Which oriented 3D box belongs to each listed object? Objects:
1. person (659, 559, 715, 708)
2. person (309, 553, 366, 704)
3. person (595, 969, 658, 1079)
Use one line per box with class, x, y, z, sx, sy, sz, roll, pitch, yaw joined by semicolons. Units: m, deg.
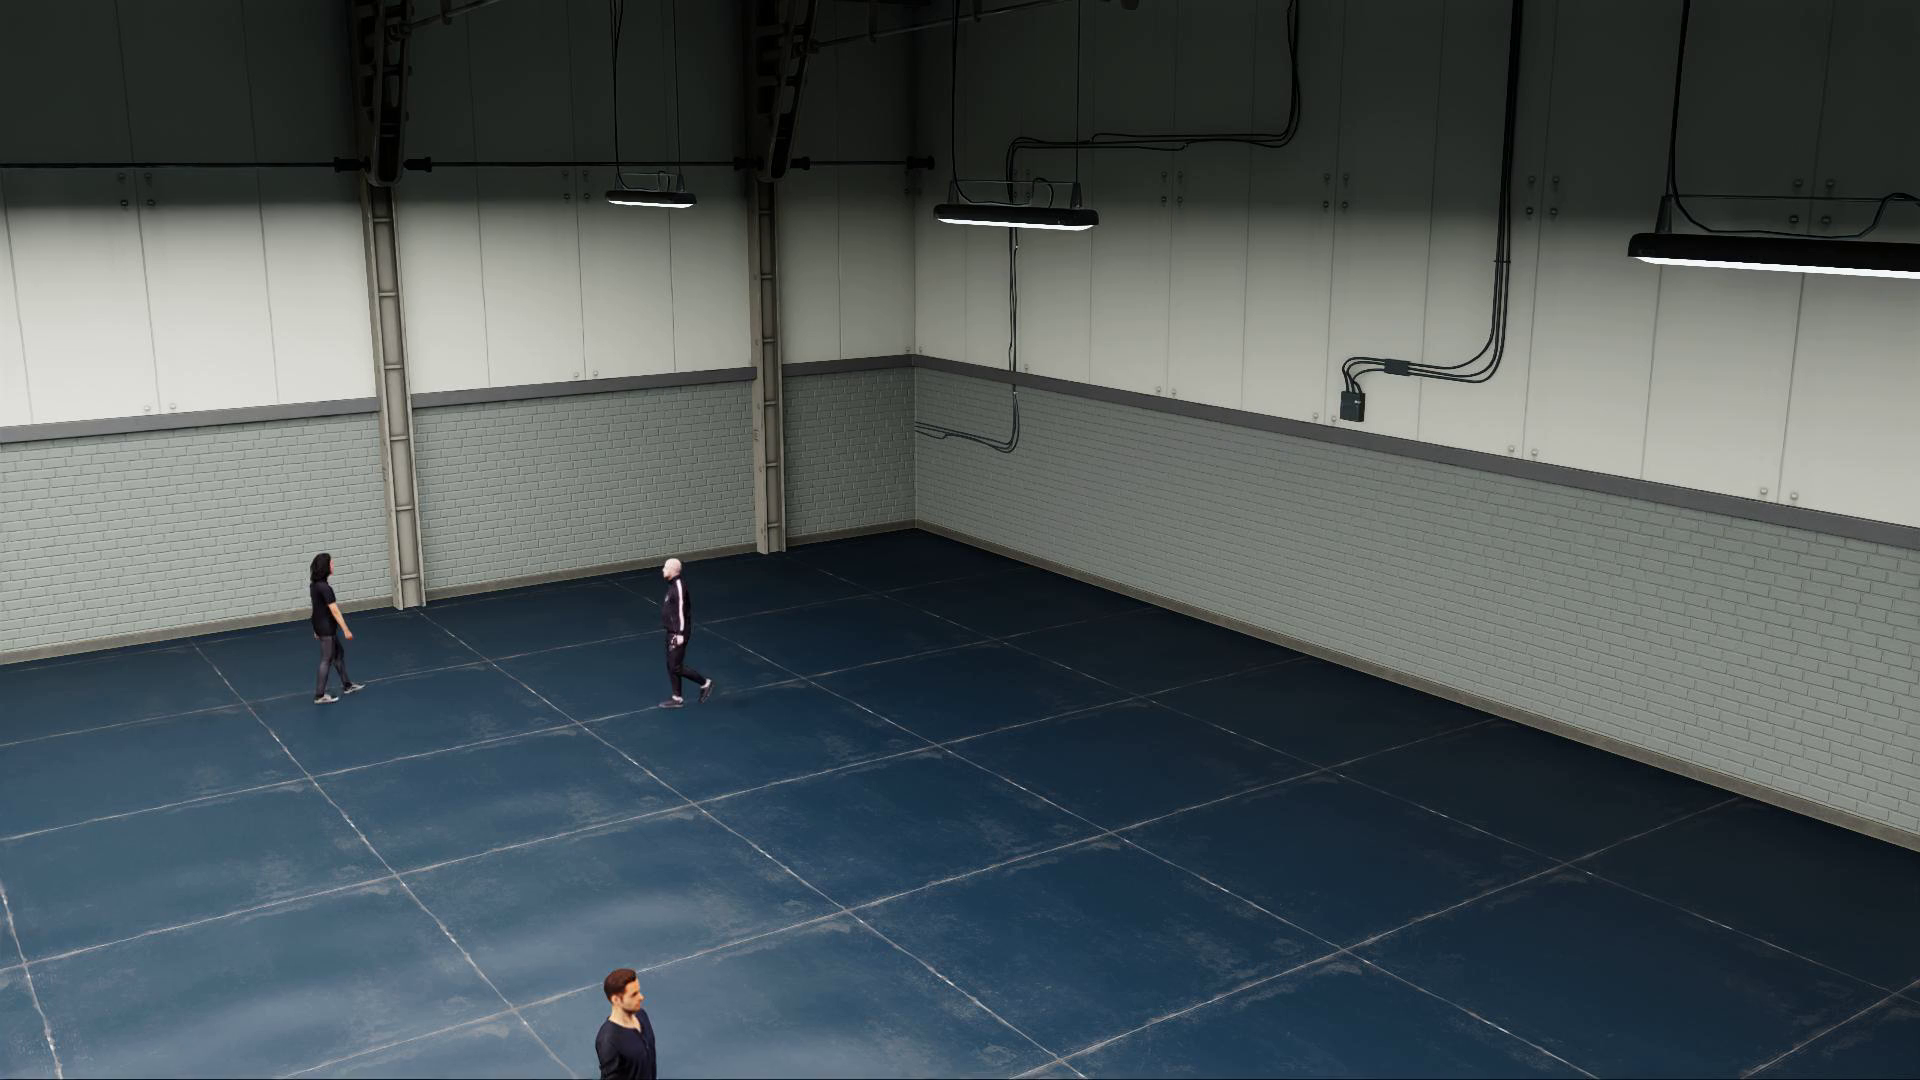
person;-3.234;1.120;19.618;0.964;1.815;0.815;-4;14;-18
person;-7.640;1.067;19.848;0.859;1.815;0.650;-9;16;-35
person;-2.039;3.388;9.804;1.153;1.823;1.184;4;14;18
